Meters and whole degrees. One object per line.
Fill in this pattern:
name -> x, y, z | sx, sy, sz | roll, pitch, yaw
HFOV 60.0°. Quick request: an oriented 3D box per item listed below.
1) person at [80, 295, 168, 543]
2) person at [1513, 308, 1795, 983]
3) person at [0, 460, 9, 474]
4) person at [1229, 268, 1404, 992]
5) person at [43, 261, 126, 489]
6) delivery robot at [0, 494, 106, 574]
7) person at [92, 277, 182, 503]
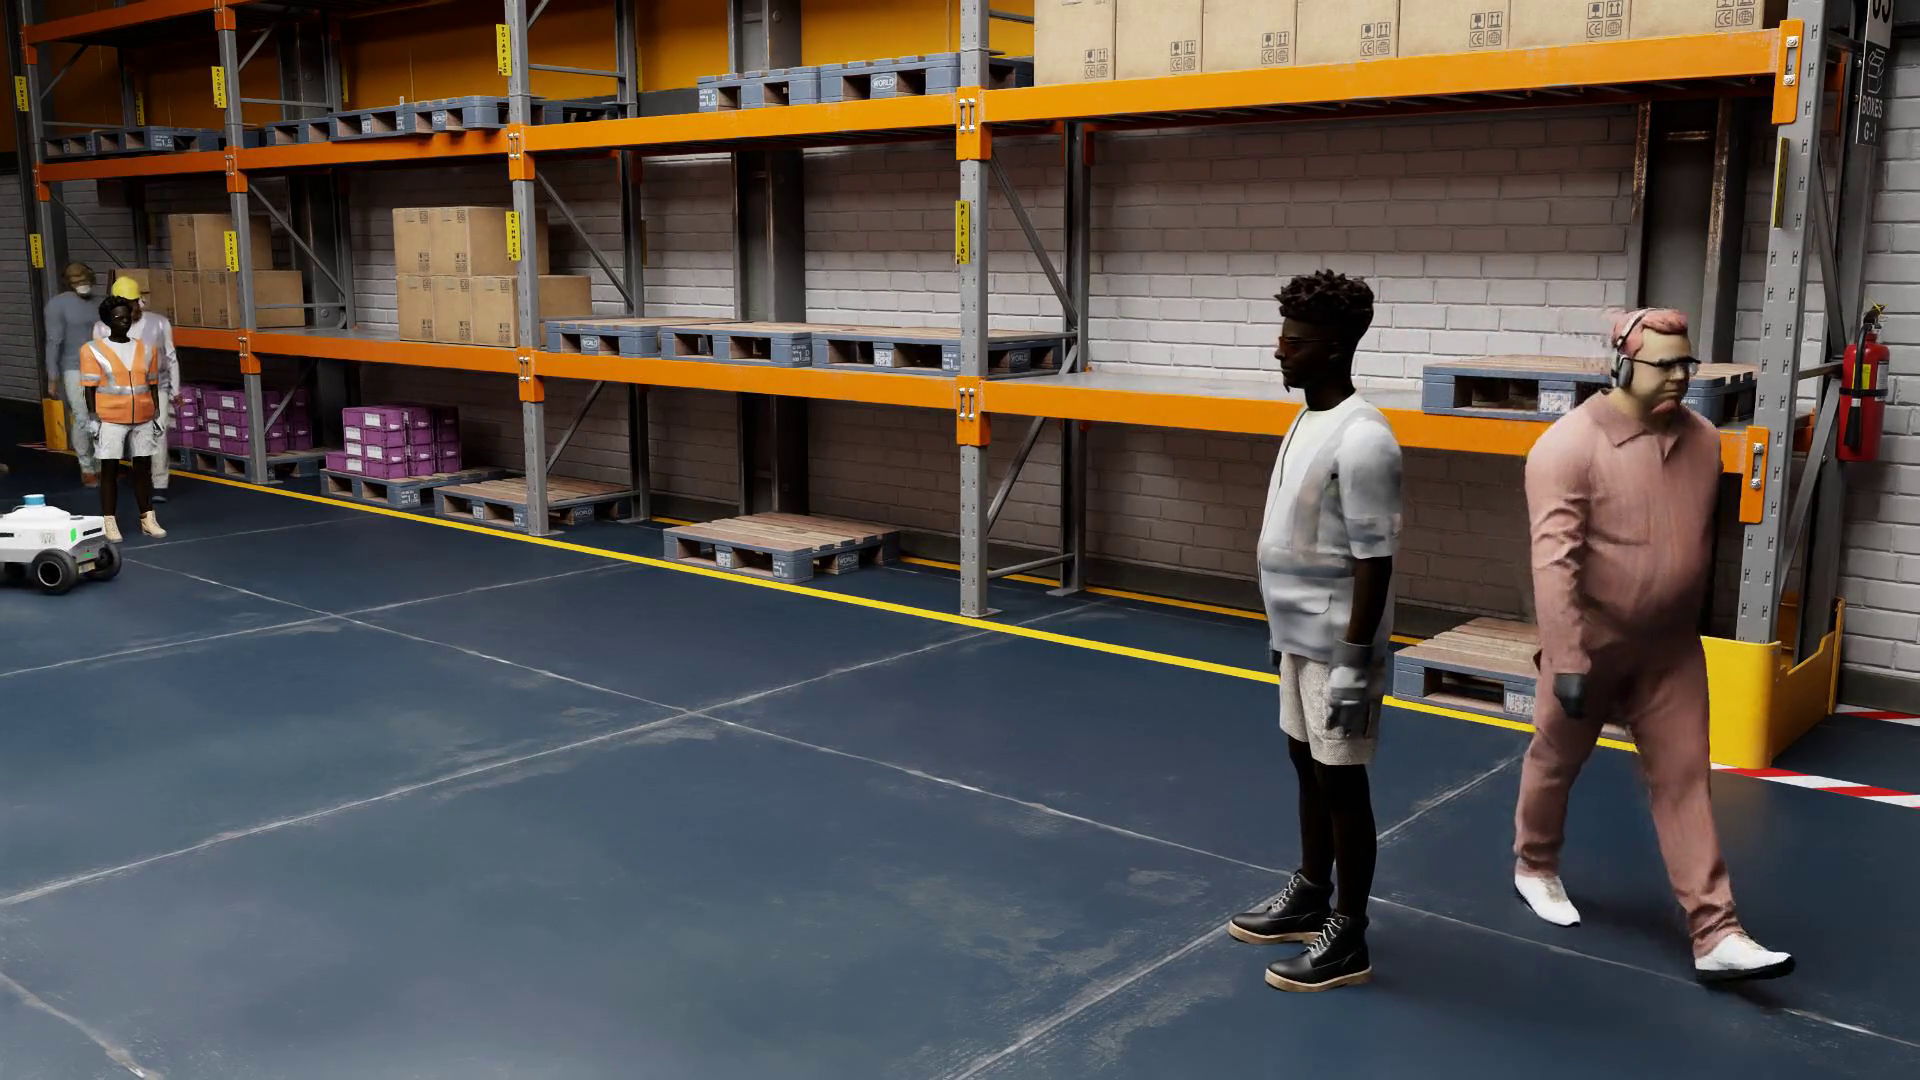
person -> -5.776, -0.834, 11.504 | 0.318, 1.700, 0.533 | 8, 13, 40
person -> 1.902, 0.288, 4.663 | 0.667, 1.848, 0.998 | -3, 10, -15
person -> -8.663, -1.506, 14.456 | 0.611, 2.011, 0.966 | -2, 10, -10
person -> 0.995, 0.250, 4.566 | 0.370, 1.967, 0.602 | -1, 10, -5
person -> -7.377, -1.383, 14.044 | 0.553, 1.906, 0.714 | 4, 11, 22
delivery robot -> -5.489, -0.028, 9.900 | 0.707, 0.478, 0.477 | 1, 10, 7
person -> -6.506, -1.172, 13.165 | 0.604, 1.787, 0.853 | -4, 11, -22
